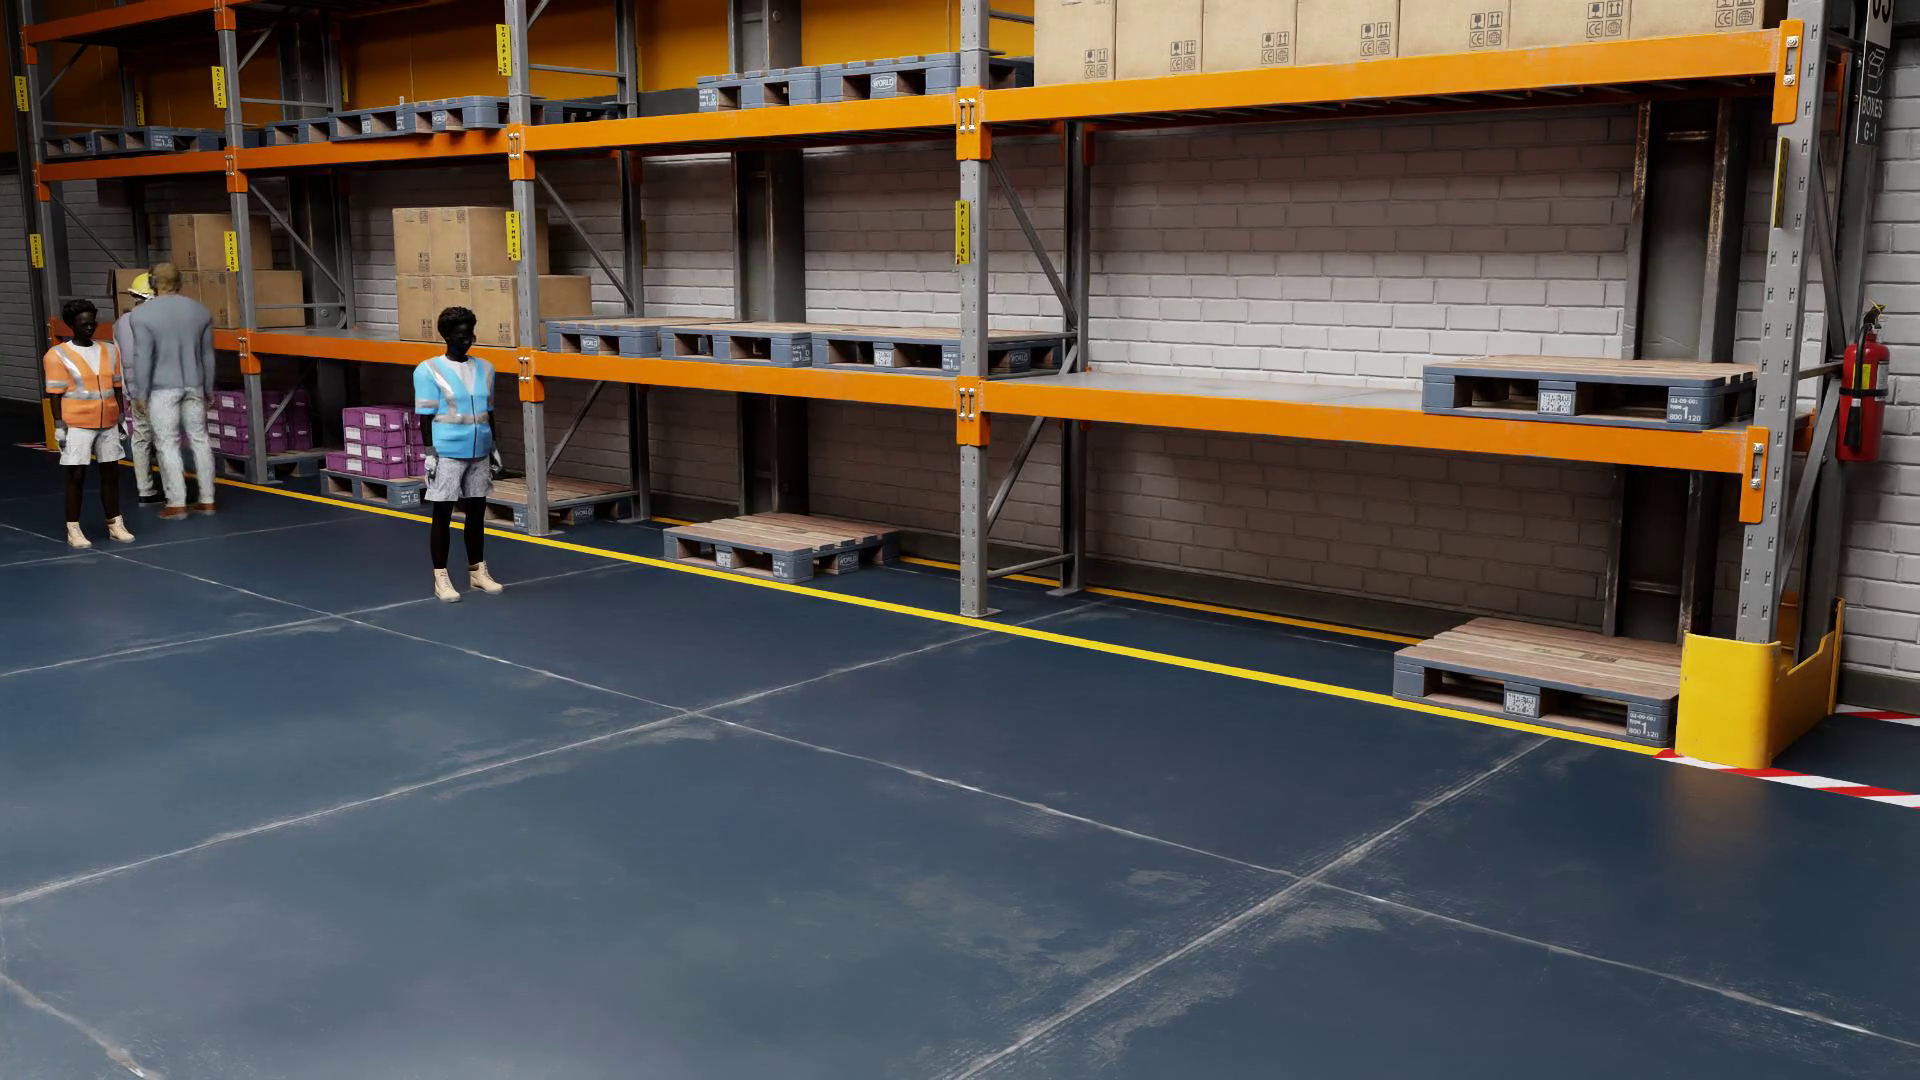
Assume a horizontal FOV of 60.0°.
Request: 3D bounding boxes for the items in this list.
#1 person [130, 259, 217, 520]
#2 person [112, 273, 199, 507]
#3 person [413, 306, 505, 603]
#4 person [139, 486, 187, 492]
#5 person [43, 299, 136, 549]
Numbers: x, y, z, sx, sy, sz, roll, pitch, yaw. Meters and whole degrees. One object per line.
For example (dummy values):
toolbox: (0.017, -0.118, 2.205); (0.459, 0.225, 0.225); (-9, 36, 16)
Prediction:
person: (-5.868, -1.122, 12.464); (0.355, 1.936, 0.635); (7, 12, 35)
person: (-6.280, -1.156, 12.968); (0.592, 1.829, 0.404); (4, 11, 22)
person: (-2.883, -0.498, 9.602); (0.319, 1.694, 0.532); (8, 13, 37)
person: (-6.673, -1.199, 13.789); (0.277, 1.629, 0.496); (7, 12, 34)
person: (-5.895, -0.782, 11.255); (0.320, 1.687, 0.533); (6, 11, 30)
